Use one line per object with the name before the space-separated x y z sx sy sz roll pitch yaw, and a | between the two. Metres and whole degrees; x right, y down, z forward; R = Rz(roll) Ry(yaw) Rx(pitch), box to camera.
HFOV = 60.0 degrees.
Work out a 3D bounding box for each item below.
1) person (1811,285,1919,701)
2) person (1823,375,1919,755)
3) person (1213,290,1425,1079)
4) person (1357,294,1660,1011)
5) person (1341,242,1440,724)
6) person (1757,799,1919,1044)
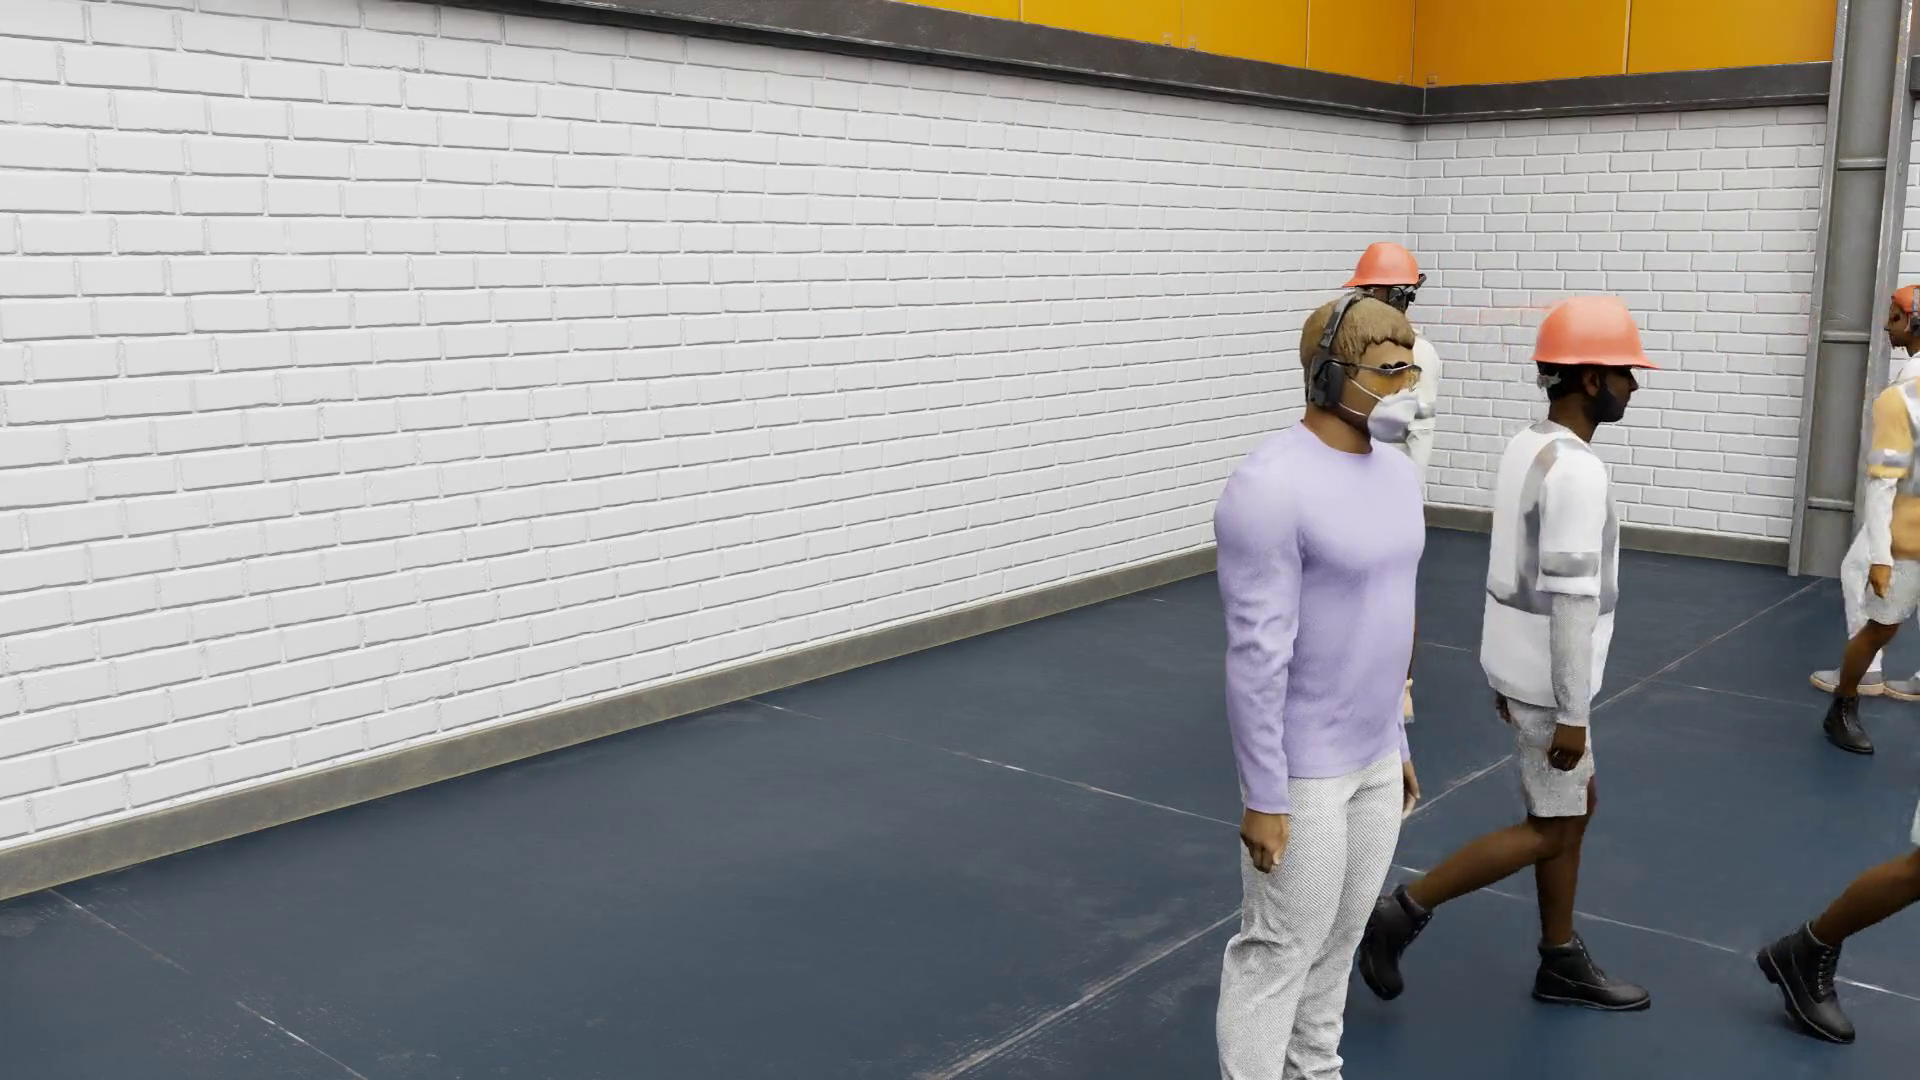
person | 4.169 -0.203 7.423 0.612 1.860 0.702 -9 13 -41
person | 3.674 -0.013 6.335 0.563 1.887 1.012 0 10 -2
person | 0.761 0.463 3.439 0.373 1.939 0.628 8 13 40
person | 1.428 0.332 4.281 0.765 1.918 0.549 1 10 5
person | 1.778 -0.227 7.065 0.377 2.045 0.605 -2 10 -10
person | 2.456 0.397 3.949 0.554 1.903 0.951 -6 12 -31
